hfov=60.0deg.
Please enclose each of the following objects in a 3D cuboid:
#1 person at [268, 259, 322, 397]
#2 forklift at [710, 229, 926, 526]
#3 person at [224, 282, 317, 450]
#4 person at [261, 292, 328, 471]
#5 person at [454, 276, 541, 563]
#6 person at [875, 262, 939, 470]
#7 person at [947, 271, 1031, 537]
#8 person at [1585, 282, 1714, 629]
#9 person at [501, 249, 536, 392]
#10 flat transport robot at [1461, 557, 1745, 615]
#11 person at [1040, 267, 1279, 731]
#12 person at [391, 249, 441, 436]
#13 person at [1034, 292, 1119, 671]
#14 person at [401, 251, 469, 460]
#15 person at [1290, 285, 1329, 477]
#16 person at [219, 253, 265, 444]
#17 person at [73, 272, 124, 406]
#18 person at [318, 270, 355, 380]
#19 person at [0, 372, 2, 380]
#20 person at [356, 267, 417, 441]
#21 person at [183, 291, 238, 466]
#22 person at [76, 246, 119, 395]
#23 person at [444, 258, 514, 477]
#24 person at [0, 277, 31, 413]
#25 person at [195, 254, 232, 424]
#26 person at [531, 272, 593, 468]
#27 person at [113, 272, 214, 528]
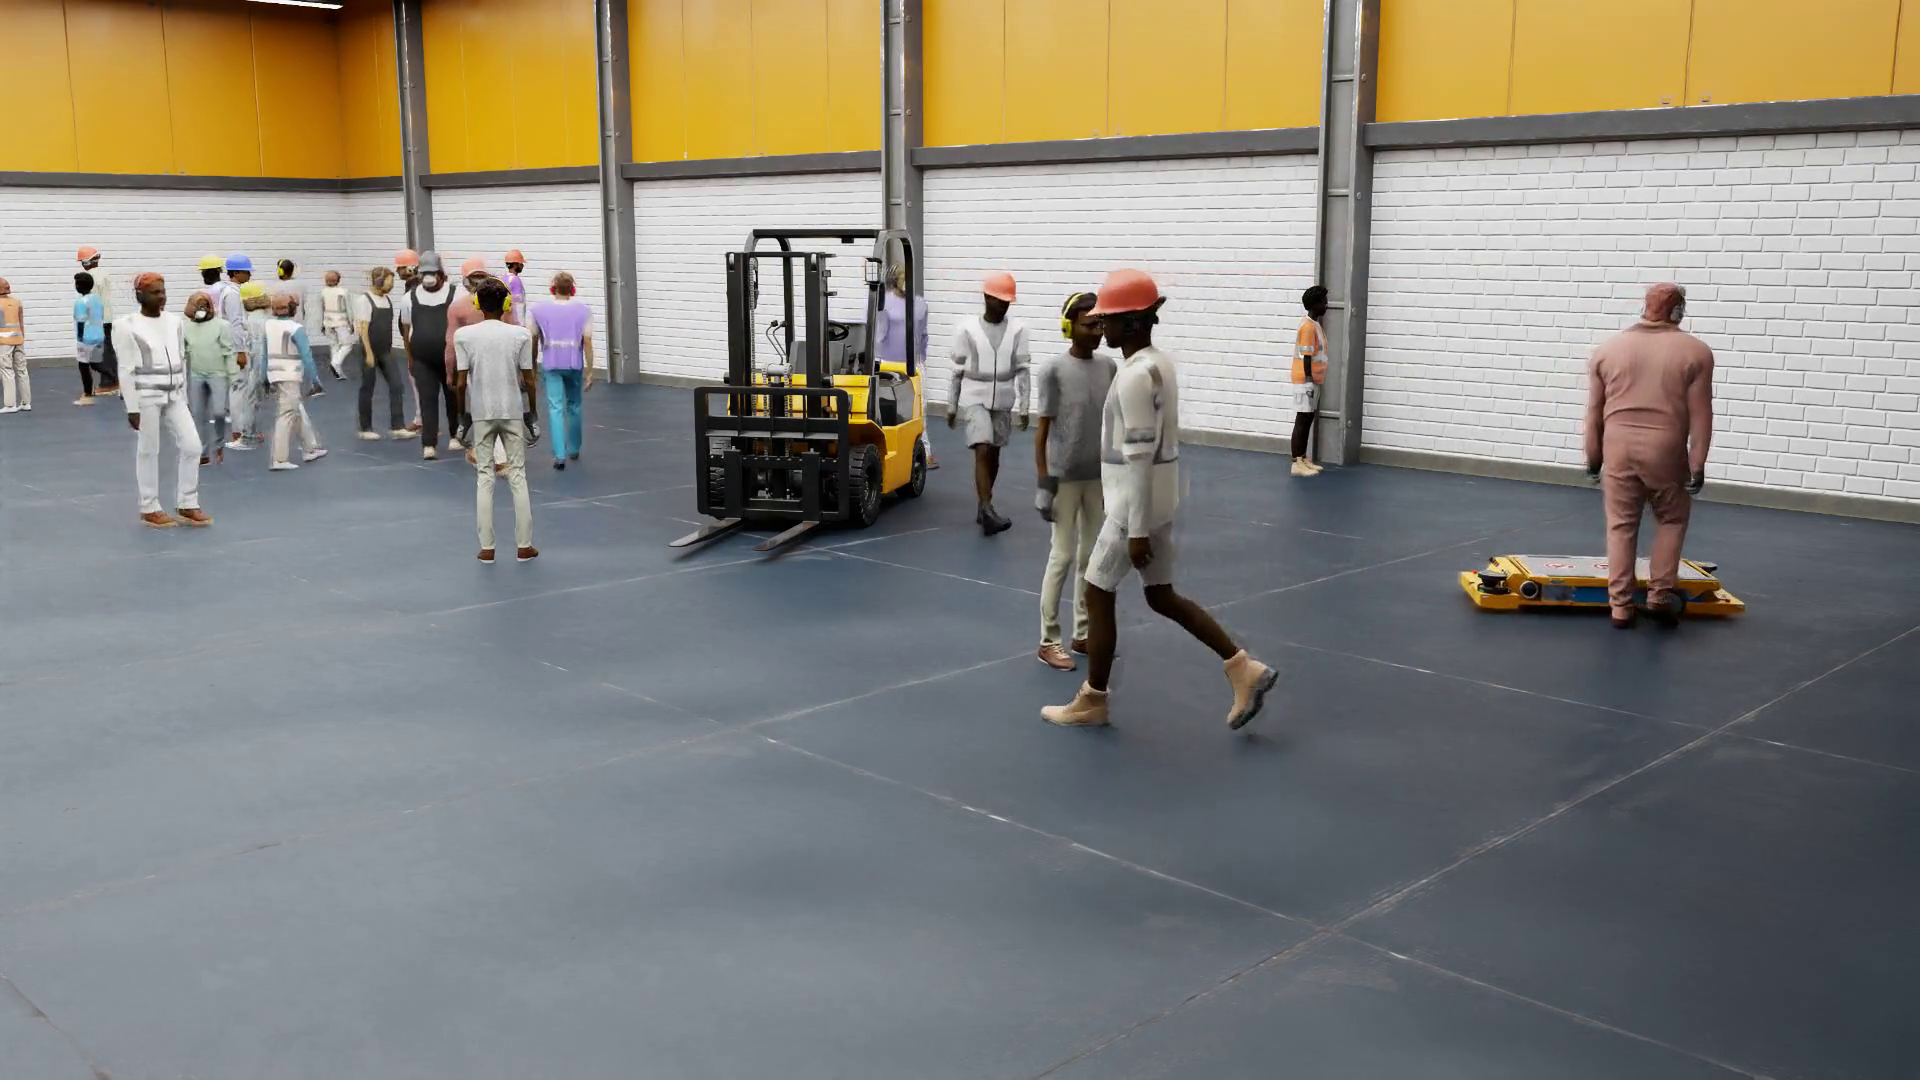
[{"bbox_3d":[-8.875,-2.800,22.046,0.997,1.813,0.559,5,12,26],"label":"person"},{"bbox_3d":[-1.050,-1.319,12.920,1.214,2.155,2.313,2,11,13],"label":"forklift"},{"bbox_3d":[-6.839,-1.706,16.438,0.943,1.676,0.503,3,11,14],"label":"person"},{"bbox_3d":[-6.084,-1.462,15.294,0.540,1.605,0.809,6,12,31],"label":"person"},{"bbox_3d":[-3.019,-0.779,10.861,0.534,1.869,0.315,-3,11,-14],"label":"person"},{"bbox_3d":[-0.562,-1.621,15.421,0.651,1.890,1.033,-7,12,-32],"label":"person"},{"bbox_3d":[0.204,-0.989,11.987,0.587,1.874,1.021,-3,11,-14],"label":"person"},{"bbox_3d":[3.731,-0.453,9.046,0.670,1.876,0.490,7,13,34],"label":"person"},{"bbox_3d":[-6.044,-2.979,22.664,0.364,1.939,0.544,-8,13,-37],"label":"person"},{"bbox_3d":[3.688,0.249,9.614,1.431,0.197,0.652,1,10,7],"label":"flat transport robot"},{"bbox_3d":[0.858,-0.146,7.053,0.954,2.010,0.614,4,11,19],"label":"person"},{"bbox_3d":[-5.808,-2.101,17.732,0.396,1.992,0.622,-4,11,-21],"label":"person"},{"bbox_3d":[0.590,-0.292,8.246,0.534,1.860,0.333,-8,13,-36],"label":"person"},{"bbox_3d":[-5.055,-1.834,16.144,0.681,2.000,1.029,-2,11,-13],"label":"person"},{"bbox_3d":[3.110,-1.413,14.808,0.320,1.694,0.532,4,11,20],"label":"person"},{"bbox_3d":[-7.399,-1.968,17.129,0.405,1.945,0.615,-4,11,-21],"label":"person"},{"bbox_3d":[-10.825,-2.511,20.809,0.589,1.678,0.542,0,10,0],"label":"person"},{"bbox_3d":[-9.171,-3.145,24.409,0.527,1.624,0.530,2,11,10],"label":"person"},{"bbox_3d":[-14.385,-3.269,24.521,0.634,1.839,0.429,1,10,3],"label":"person"},{"bbox_3d":[-5.968,-1.911,17.224,0.785,1.804,0.572,6,12,29],"label":"person"},{"bbox_3d":[-6.956,-1.474,15.307,0.588,1.625,0.314,0,10,0],"label":"person"},{"bbox_3d":[-11.597,-2.943,22.345,0.394,1.985,0.611,-2,11,-8],"label":"person"},{"bbox_3d":[-4.268,-1.538,14.863,0.627,1.934,1.076,-9,14,-40],"label":"person"},{"bbox_3d":[-11.457,-2.341,20.011,0.312,1.638,0.512,3,11,14],"label":"person"},{"bbox_3d":[-8.414,-2.279,18.886,0.386,1.922,0.594,-2,11,-9],"label":"person"},{"bbox_3d":[-3.685,-1.582,15.470,0.567,1.794,0.998,-3,11,-18],"label":"person"},{"bbox_3d":[-5.753,-0.998,12.054,0.677,1.861,0.615,5,11,24],"label":"person"}]
